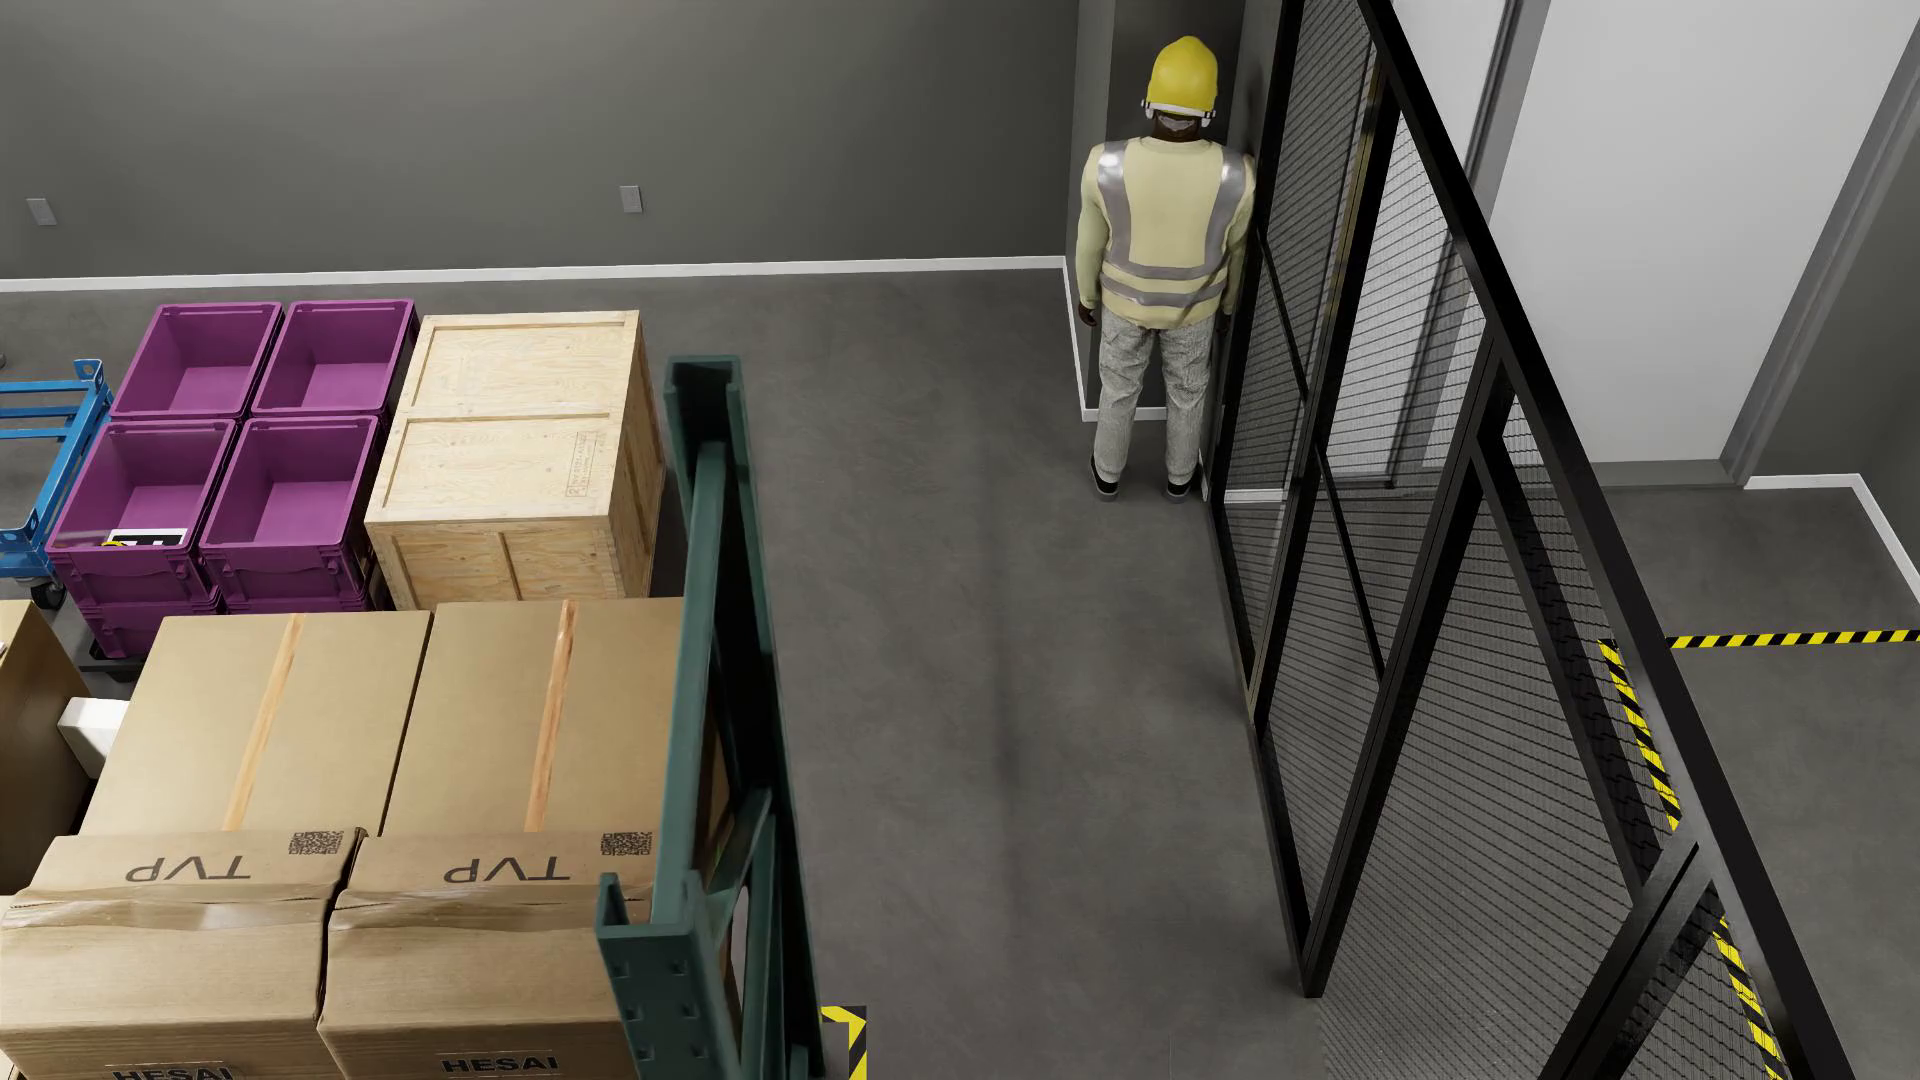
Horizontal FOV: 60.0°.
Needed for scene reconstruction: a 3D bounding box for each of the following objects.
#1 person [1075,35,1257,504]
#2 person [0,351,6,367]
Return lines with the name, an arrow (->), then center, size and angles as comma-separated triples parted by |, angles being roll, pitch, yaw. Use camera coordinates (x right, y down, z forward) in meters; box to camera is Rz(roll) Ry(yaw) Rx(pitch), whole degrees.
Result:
person -> 0.682, -0.853, 5.644 | 0.590, 1.833, 0.403 | 4, 46, 3
person -> -4.034, -1.264, 5.964 | 0.368, 1.939, 0.632 | -3, 46, -3
